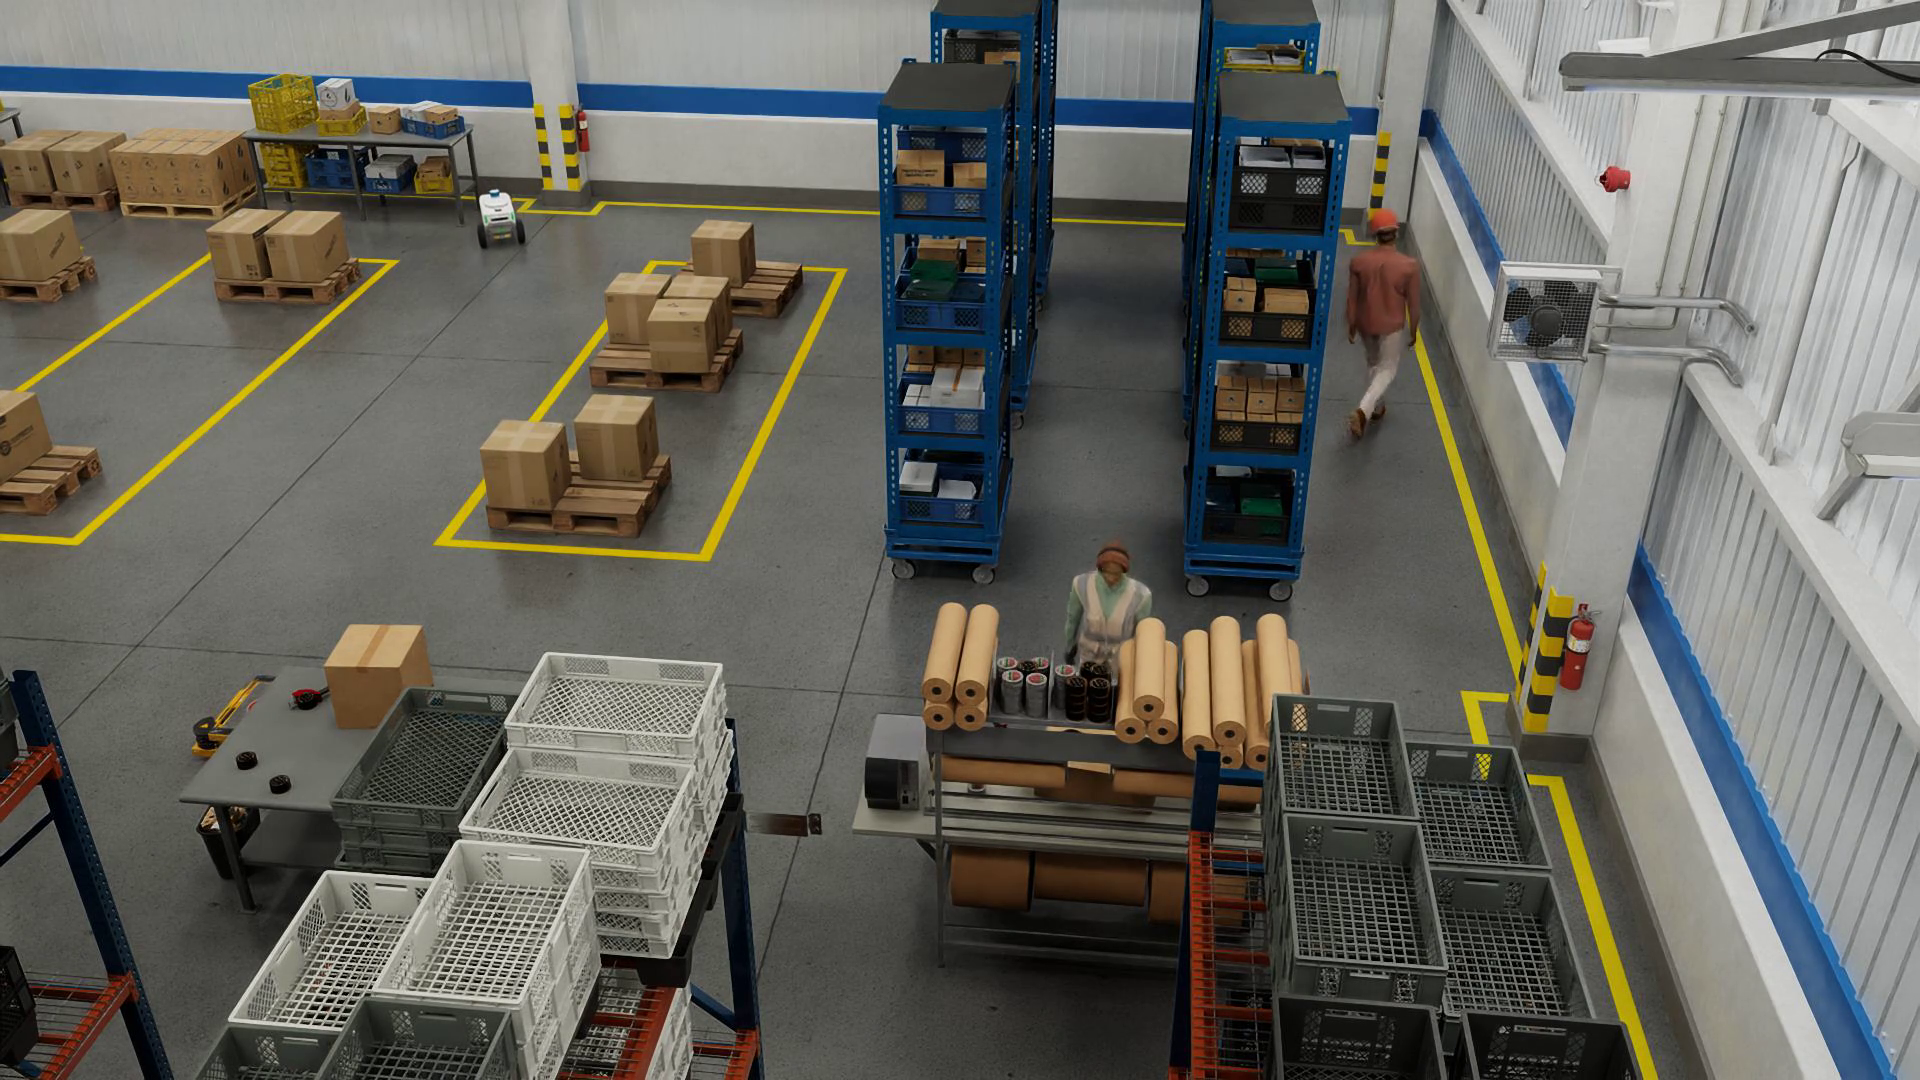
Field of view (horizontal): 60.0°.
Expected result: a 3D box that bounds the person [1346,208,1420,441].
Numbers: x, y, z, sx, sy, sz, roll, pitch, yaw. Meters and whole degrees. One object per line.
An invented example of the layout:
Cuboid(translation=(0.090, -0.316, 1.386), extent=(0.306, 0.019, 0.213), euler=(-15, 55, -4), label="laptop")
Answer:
Cuboid(translation=(3.528, -1.803, 14.108), extent=(0.648, 1.950, 0.873), euler=(19, 35, 29), label="person")

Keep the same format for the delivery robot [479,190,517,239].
Cuboid(translation=(-5.168, -3.667, 18.574), extent=(0.477, 0.478, 0.707), euler=(-9, 32, -16), label="delivery robot")

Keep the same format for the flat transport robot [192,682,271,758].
Cuboid(translation=(-4.089, 1.163, 10.648), extent=(1.431, 0.197, 0.652), euler=(3, 30, 6), label="flat transport robot")

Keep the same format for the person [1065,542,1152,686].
Cuboid(translation=(0.896, 0.689, 10.131), extent=(0.520, 1.619, 0.592), euler=(8, 31, 14), label="person")
